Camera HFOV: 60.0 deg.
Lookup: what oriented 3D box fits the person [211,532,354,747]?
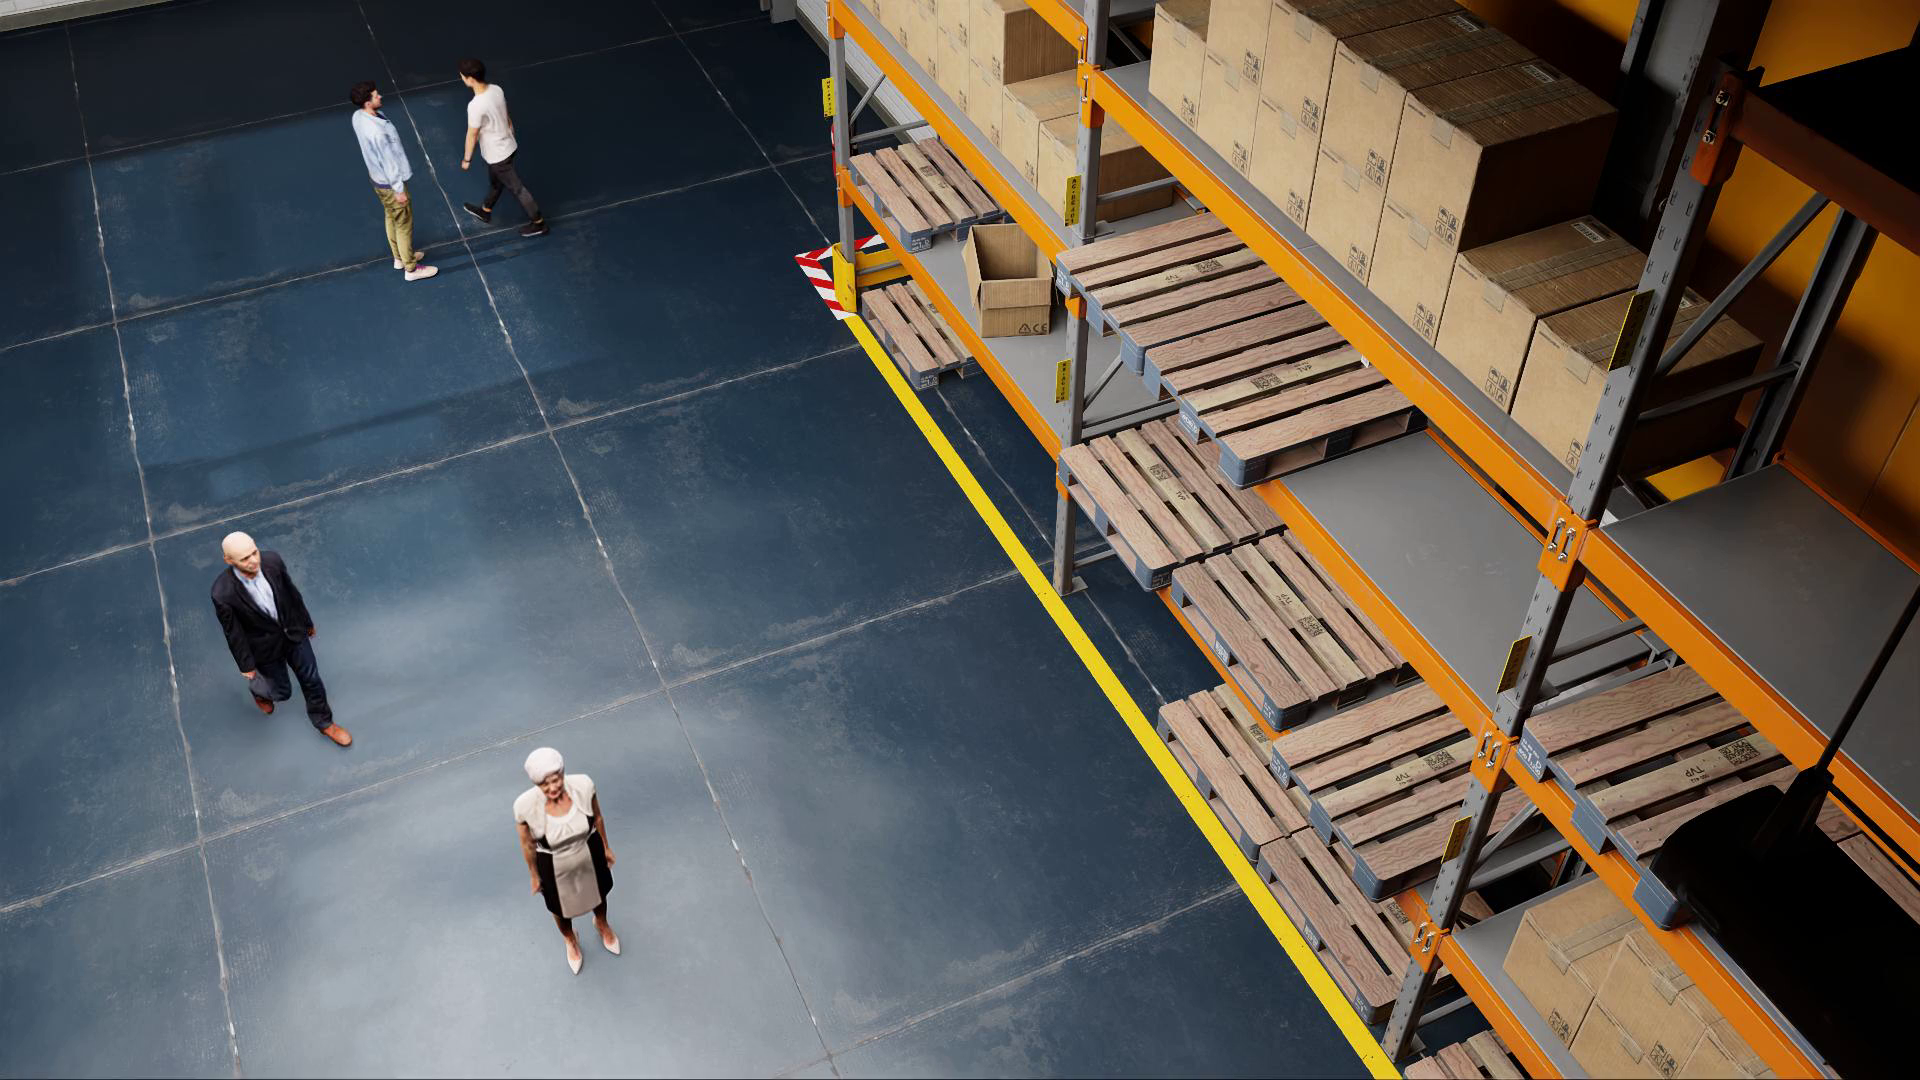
[{"bbox_3d":[-4.323,0.591,10.381,1.119,1.783,0.971,26,49,25],"label":"person"}]

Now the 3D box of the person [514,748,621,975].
[{"bbox_3d":[-2.156,1.752,9.183,0.637,1.756,0.524,-20,47,-19],"label":"person"}]

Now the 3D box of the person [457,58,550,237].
[{"bbox_3d":[-3.993,-3.432,14.681,1.095,1.677,1.106,5,44,5],"label":"person"}]

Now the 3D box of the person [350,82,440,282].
[{"bbox_3d":[-4.884,-3.069,14.203,0.771,1.812,0.559,-26,49,-24],"label":"person"}]
